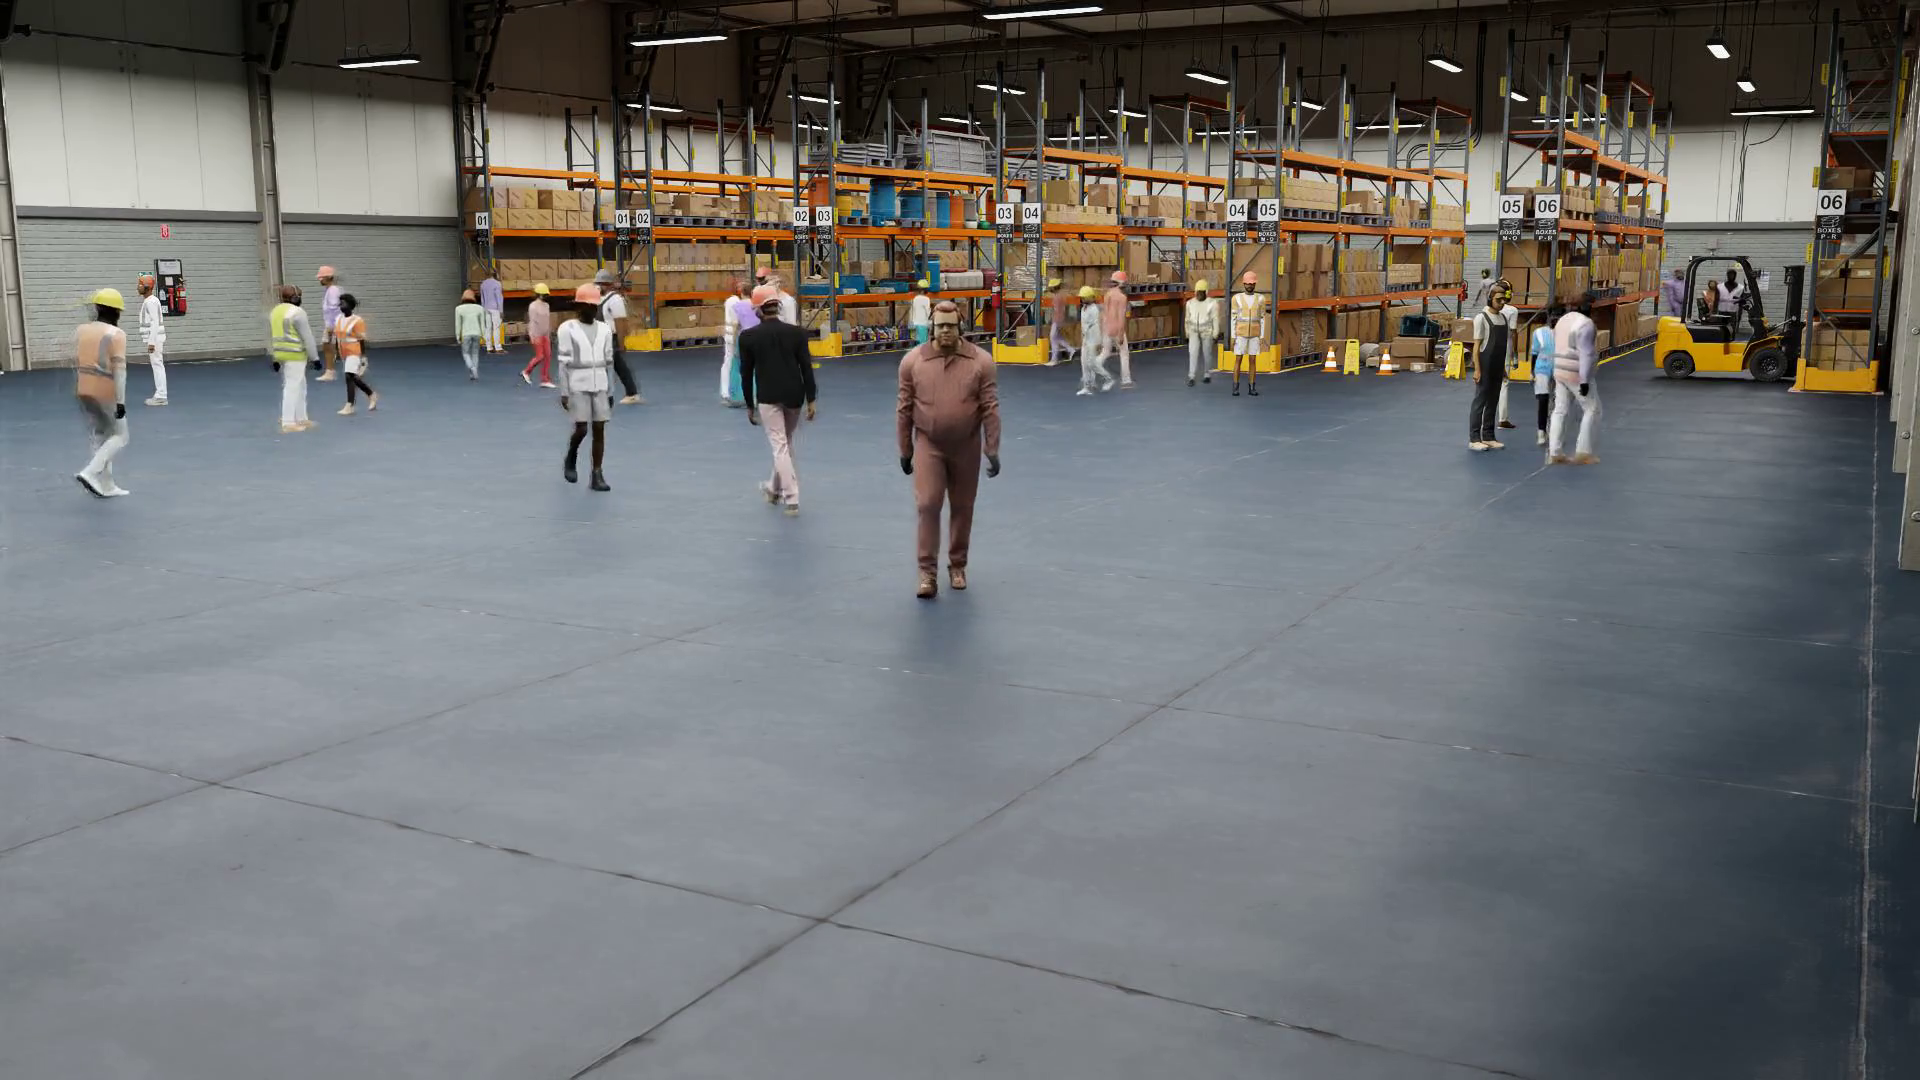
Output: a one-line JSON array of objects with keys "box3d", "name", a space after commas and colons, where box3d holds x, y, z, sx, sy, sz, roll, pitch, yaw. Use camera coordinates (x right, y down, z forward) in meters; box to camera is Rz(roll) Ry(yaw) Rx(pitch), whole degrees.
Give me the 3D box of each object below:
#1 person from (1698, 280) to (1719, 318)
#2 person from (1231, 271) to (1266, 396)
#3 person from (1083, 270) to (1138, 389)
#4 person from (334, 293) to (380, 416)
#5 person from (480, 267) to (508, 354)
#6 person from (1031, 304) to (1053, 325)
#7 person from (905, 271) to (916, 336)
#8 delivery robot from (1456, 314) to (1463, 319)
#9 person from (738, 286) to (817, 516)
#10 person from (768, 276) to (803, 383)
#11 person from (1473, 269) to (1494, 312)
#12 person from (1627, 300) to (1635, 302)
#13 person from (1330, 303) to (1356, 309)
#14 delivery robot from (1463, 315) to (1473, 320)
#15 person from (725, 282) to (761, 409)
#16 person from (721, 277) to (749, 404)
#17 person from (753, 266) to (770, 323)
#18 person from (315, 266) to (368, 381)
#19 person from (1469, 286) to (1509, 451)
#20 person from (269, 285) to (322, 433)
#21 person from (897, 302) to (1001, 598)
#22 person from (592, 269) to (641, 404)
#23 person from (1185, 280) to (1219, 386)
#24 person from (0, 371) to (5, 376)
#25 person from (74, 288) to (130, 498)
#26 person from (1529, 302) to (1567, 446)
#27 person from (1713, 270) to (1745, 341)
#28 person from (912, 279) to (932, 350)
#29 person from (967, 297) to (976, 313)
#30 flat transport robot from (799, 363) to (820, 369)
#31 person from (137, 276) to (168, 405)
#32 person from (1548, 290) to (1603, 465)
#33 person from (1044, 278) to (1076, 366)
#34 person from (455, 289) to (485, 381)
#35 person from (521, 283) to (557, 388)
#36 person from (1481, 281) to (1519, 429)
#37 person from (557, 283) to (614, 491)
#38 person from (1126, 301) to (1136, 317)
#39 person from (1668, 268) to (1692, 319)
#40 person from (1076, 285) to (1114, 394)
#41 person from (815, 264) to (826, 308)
[{"box3d": [17.990, -5.428, 39.889, 0.544, 1.592, 0.835, 6, 12, 33], "name": "person"}, {"box3d": [4.502, -3.216, 25.969, 0.546, 1.939, 0.375, 0, 10, 0], "name": "person"}, {"box3d": [2.447, -3.427, 27.209, 0.959, 1.959, 0.627, -6, 11, -31], "name": "person"}, {"box3d": [-8.341, -2.573, 22.964, 0.528, 1.675, 0.746, 7, 12, 34], "name": "person"}, {"box3d": [-10.361, -5.087, 36.921, 0.629, 1.940, 0.379, 7, 12, 34], "name": "person"}, {"box3d": [1.901, -5.213, 37.685, 0.629, 1.933, 0.356, 0, 10, -2], "name": "person"}, {"box3d": [-1.253, -6.227, 44.083, 0.406, 1.780, 0.672, 0, 10, 1], "name": "person"}, {"box3d": [13.862, -6.021, 46.158, 0.477, 0.478, 0.707, -3, 10, -19], "name": "delivery robot"}, {"box3d": [-1.567, -1.193, 14.200, 0.613, 1.915, 1.035, -4, 10, -22], "name": "person"}, {"box3d": [-2.749, -3.202, 26.073, 0.799, 1.879, 0.657, -8, 12, -38], "name": "person"}, {"box3d": [14.901, -6.743, 47.015, 0.519, 1.821, 0.990, -8, 13, -39], "name": "person"}, {"box3d": [18.124, -6.456, 44.750, 0.900, 2.007, 0.657, 9, 13, 43], "name": "person"}, {"box3d": [9.639, -5.912, 41.857, 0.598, 1.900, 0.781, 6, 11, 30], "name": "person"}, {"box3d": [13.871, -5.923, 45.588, 0.707, 0.478, 0.477, -1, 10, -8], "name": "delivery robot"}, {"box3d": [-3.091, -2.770, 23.742, 0.566, 1.808, 0.769, -8, 12, -38], "name": "person"}, {"box3d": [-3.226, -2.946, 24.618, 0.847, 1.848, 0.610, -9, 13, -42], "name": "person"}, {"box3d": [-3.672, -4.125, 31.180, 0.621, 1.979, 0.486, 6, 11, 30], "name": "person"}, {"box3d": [-10.850, -3.774, 29.020, 0.799, 2.016, 0.616, -7, 12, -37], "name": "person"}, {"box3d": [5.954, -1.923, 18.668, 0.514, 1.844, 0.328, -6, 12, -33], "name": "person"}, {"box3d": [-8.190, -2.243, 20.649, 0.649, 1.817, 0.746, 8, 12, 38], "name": "person"}, {"box3d": [-0.066, -0.568, 10.633, 0.667, 1.875, 0.826, 0, 10, -3], "name": "person"}, {"box3d": [-5.099, -2.964, 24.195, 1.024, 2.000, 0.683, -5, 11, -28], "name": "person"}, {"box3d": [4.096, -3.489, 28.097, 0.614, 1.788, 0.916, 4, 10, 22], "name": "person"}, {"box3d": [-17.166, -3.580, 29.047, 0.541, 1.599, 0.807, 3, 10, 15], "name": "person"}, {"box3d": [-7.691, -1.301, 14.908, 0.593, 1.895, 0.593, 4, 10, 22], "name": "person"}, {"box3d": [6.910, -1.946, 19.360, 0.534, 1.664, 0.799, 4, 10, 20], "name": "person"}, {"box3d": [16.708, -4.924, 36.182, 0.598, 1.868, 1.003, 5, 11, 26], "name": "person"}, {"box3d": [-0.784, -4.113, 31.780, 0.639, 1.746, 0.532, -5, 11, -28], "name": "person"}, {"box3d": [0.434, -7.949, 54.601, 0.517, 1.618, 0.482, -4, 10, -20], "name": "person"}, {"box3d": [-3.463, -3.365, 31.716, 1.431, 0.197, 0.652, -6, 12, -33], "name": "flat transport robot"}, {"box3d": [-11.826, -2.913, 24.357, 0.354, 1.883, 0.572, -4, 11, -25], "name": "person"}, {"box3d": [6.452, -1.677, 17.287, 0.646, 1.820, 0.652, -2, 10, -11], "name": "person"}, {"box3d": [1.989, -4.317, 32.964, 0.545, 1.746, 0.546, 2, 10, 11], "name": "person"}, {"box3d": [-8.470, -3.537, 28.822, 0.513, 1.607, 0.476, -5, 11, -28], "name": "person"}, {"box3d": [-6.939, -3.369, 27.418, 0.526, 1.741, 0.581, 4, 11, 23], "name": "person"}, {"box3d": [6.836, -2.343, 21.067, 0.312, 1.865, 0.536, -9, 13, -42], "name": "person"}, {"box3d": [-3.469, -1.416, 15.457, 0.560, 1.927, 0.521, -8, 13, -39], "name": "person"}, {"box3d": [5.084, -7.456, 50.915, 0.557, 1.901, 0.901, -7, 12, -35], "name": "person"}, {"box3d": [18.488, -6.017, 42.578, 0.671, 1.866, 0.817, 0, 10, -1], "name": "person"}, {"box3d": [2.087, -3.134, 26.119, 0.533, 1.720, 0.524, -3, 10, -20], "name": "person"}, {"box3d": [-4.029, -6.930, 47.630, 0.603, 1.966, 0.368, 9, 13, 41], "name": "person"}]
